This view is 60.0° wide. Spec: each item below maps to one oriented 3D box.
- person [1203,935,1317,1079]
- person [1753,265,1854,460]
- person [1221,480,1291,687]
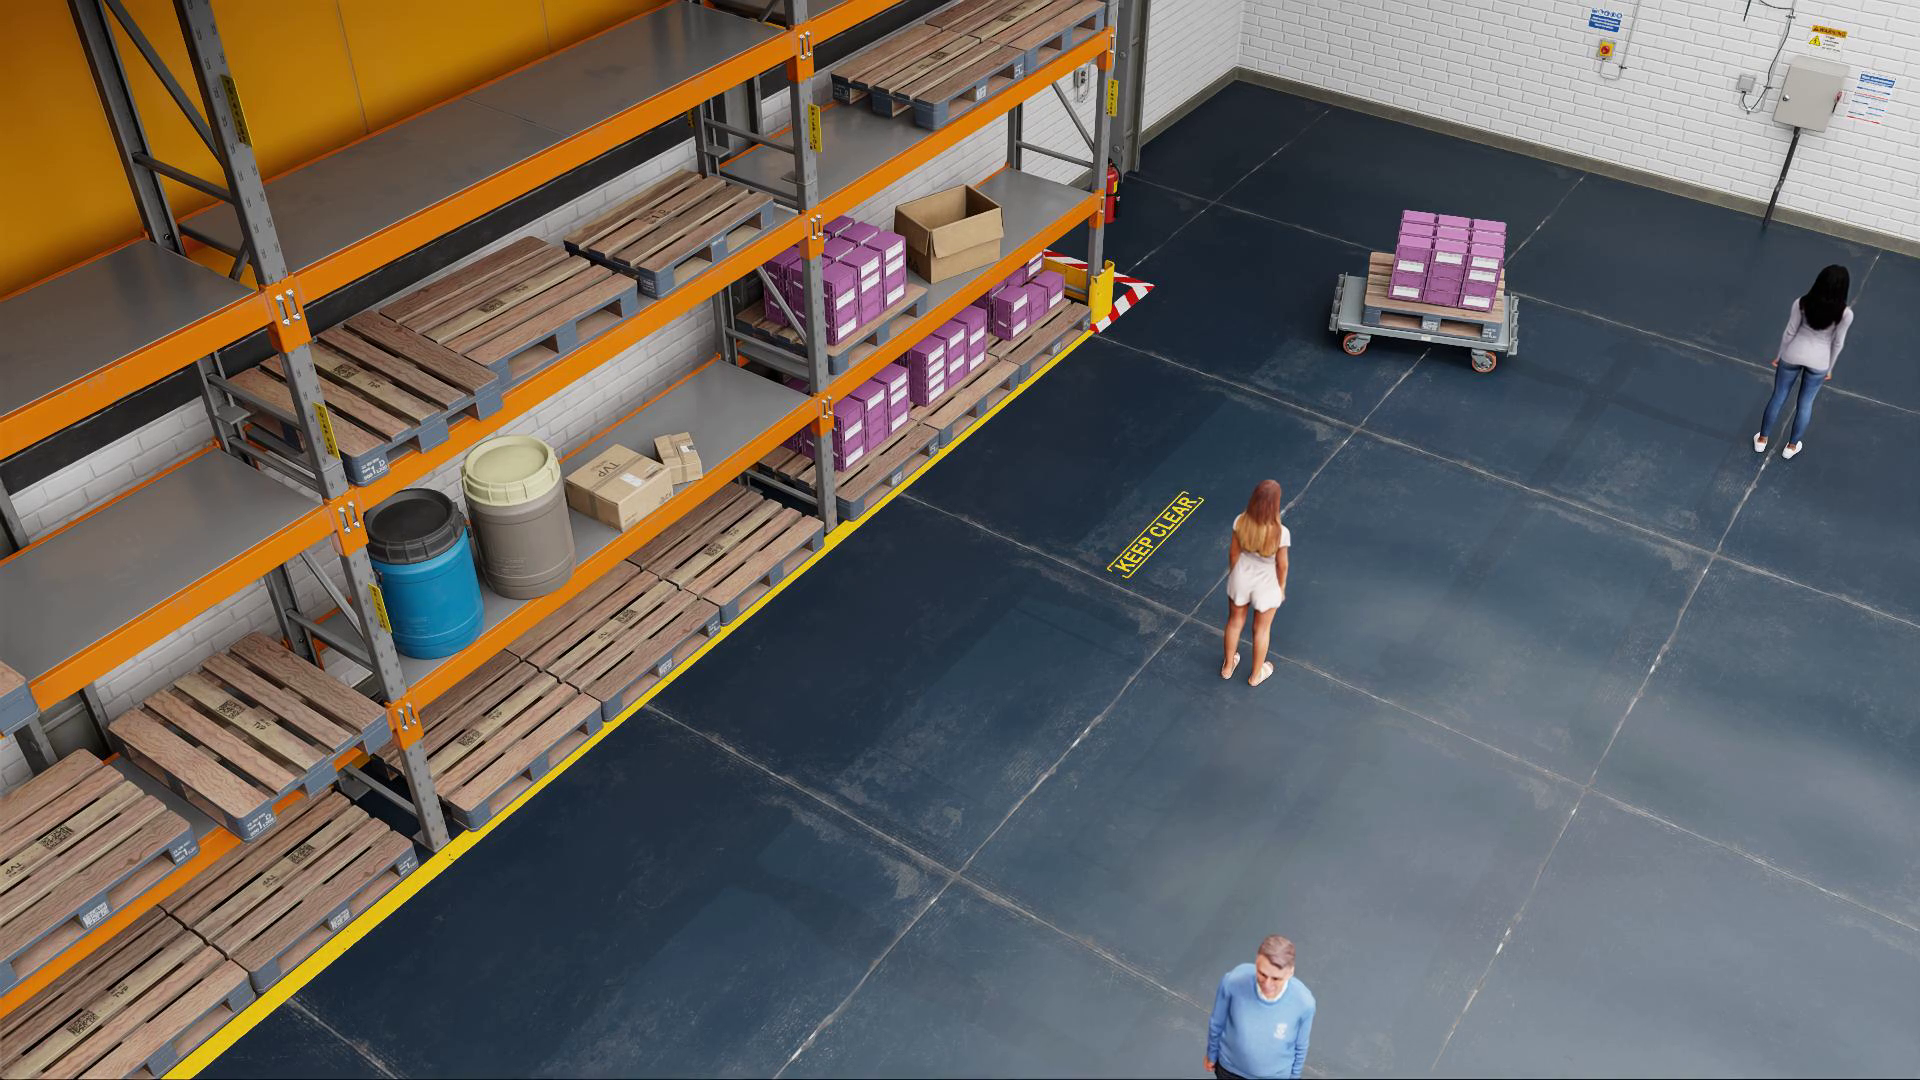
[{"bbox_3d":[1.491,2.598,8.377,0.717,1.820,0.681,11,40,14],"label":"person"},{"bbox_3d":[6.860,-1.446,13.510,0.610,1.735,0.531,21,43,24],"label":"person"},{"bbox_3d":[2.012,0.295,11.360,0.581,1.697,0.576,19,43,23],"label":"person"}]
